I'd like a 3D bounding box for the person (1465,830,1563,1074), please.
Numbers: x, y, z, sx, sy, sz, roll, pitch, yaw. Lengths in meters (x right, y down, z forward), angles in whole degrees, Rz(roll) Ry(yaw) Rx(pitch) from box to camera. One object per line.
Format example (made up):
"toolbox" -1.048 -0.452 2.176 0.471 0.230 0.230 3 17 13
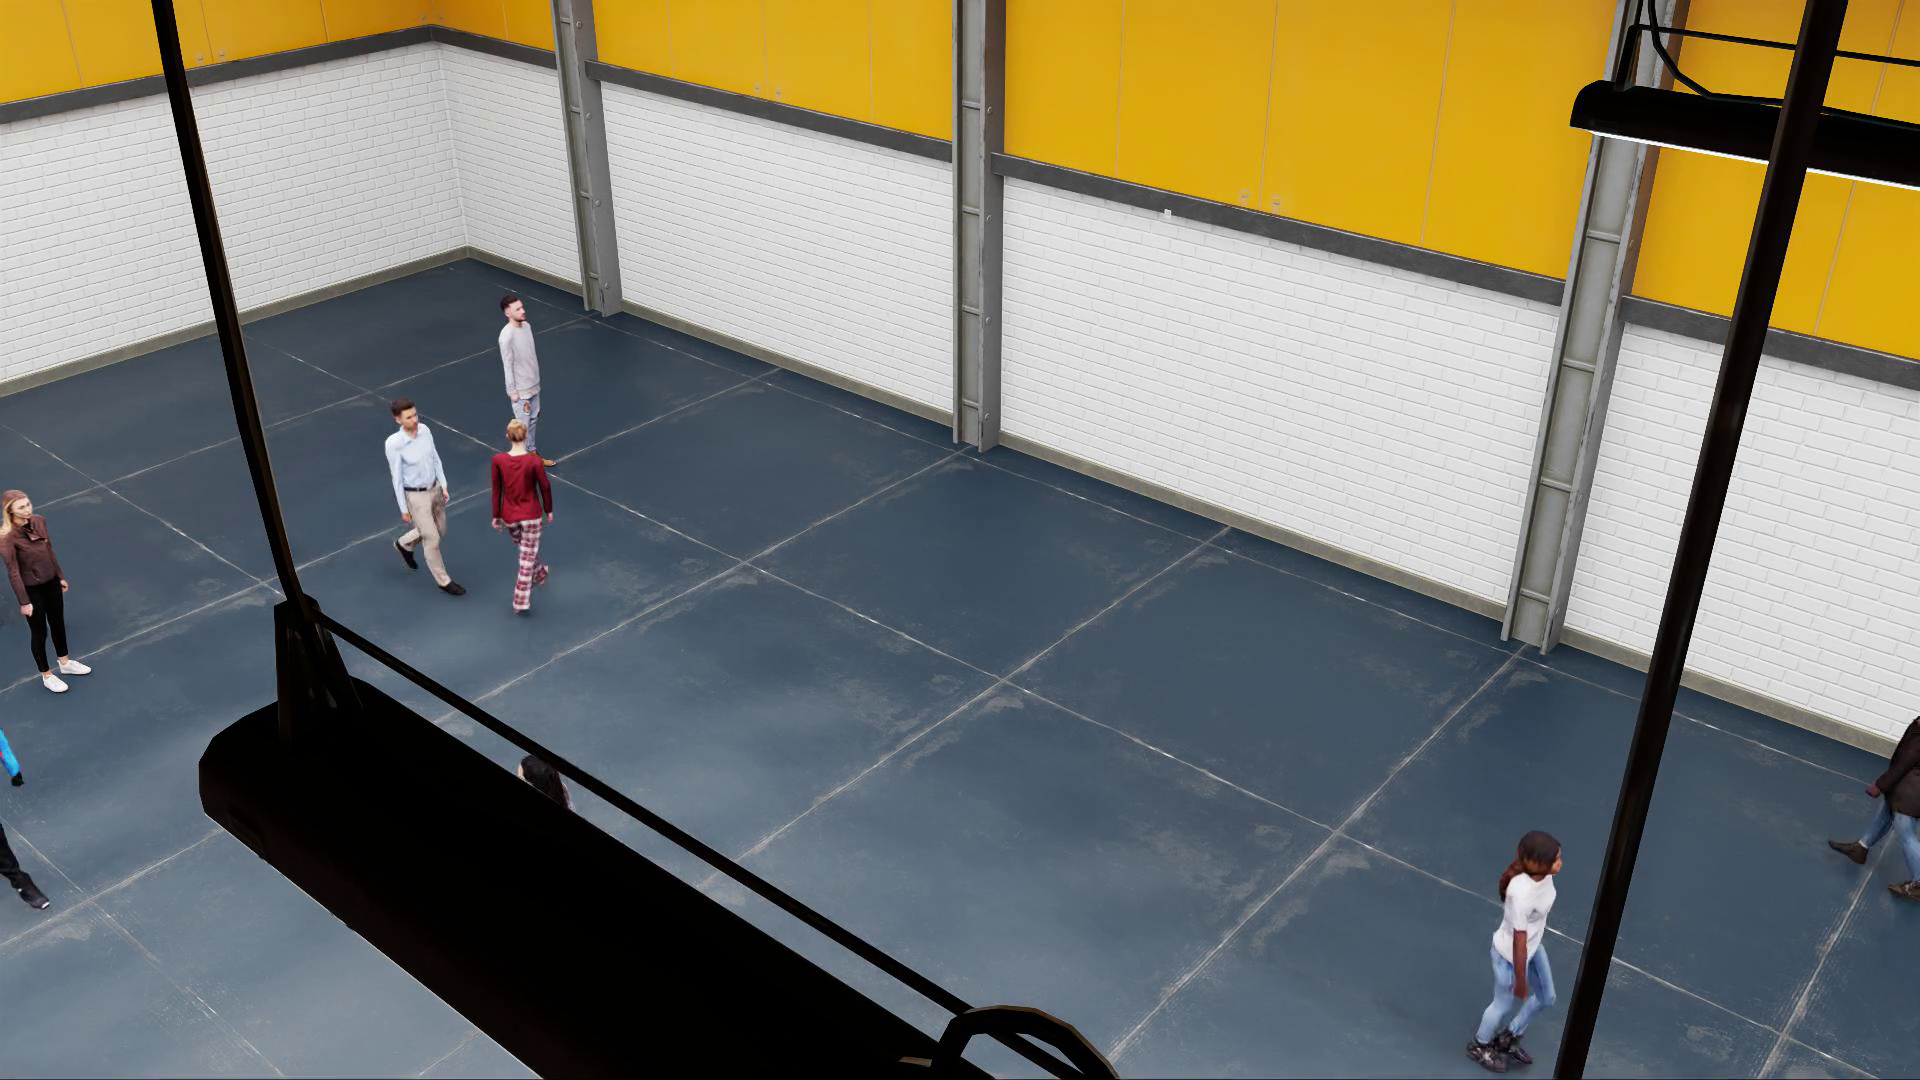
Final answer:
"person" 3.081 2.310 9.402 0.642 1.709 0.624 19 34 31

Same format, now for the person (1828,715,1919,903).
"person" 6.228 1.629 10.758 0.666 1.606 0.947 -24 36 -36

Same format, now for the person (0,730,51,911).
"person" -6.425 1.553 10.753 1.212 1.745 0.750 16 32 27

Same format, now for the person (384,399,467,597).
"person" -4.667 -0.396 14.241 1.113 1.826 0.815 13 31 23

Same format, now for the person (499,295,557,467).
"person" -4.291 -1.532 16.309 0.734 1.840 0.762 7 29 13

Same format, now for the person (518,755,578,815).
"person" -2.310 2.025 9.935 1.098 1.700 0.952 4 29 7

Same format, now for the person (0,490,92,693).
"person" -7.186 0.367 12.971 0.651 1.703 0.676 7 29 13

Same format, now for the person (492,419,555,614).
"person" -3.701 -0.164 13.972 1.030 1.676 1.013 2 29 4
